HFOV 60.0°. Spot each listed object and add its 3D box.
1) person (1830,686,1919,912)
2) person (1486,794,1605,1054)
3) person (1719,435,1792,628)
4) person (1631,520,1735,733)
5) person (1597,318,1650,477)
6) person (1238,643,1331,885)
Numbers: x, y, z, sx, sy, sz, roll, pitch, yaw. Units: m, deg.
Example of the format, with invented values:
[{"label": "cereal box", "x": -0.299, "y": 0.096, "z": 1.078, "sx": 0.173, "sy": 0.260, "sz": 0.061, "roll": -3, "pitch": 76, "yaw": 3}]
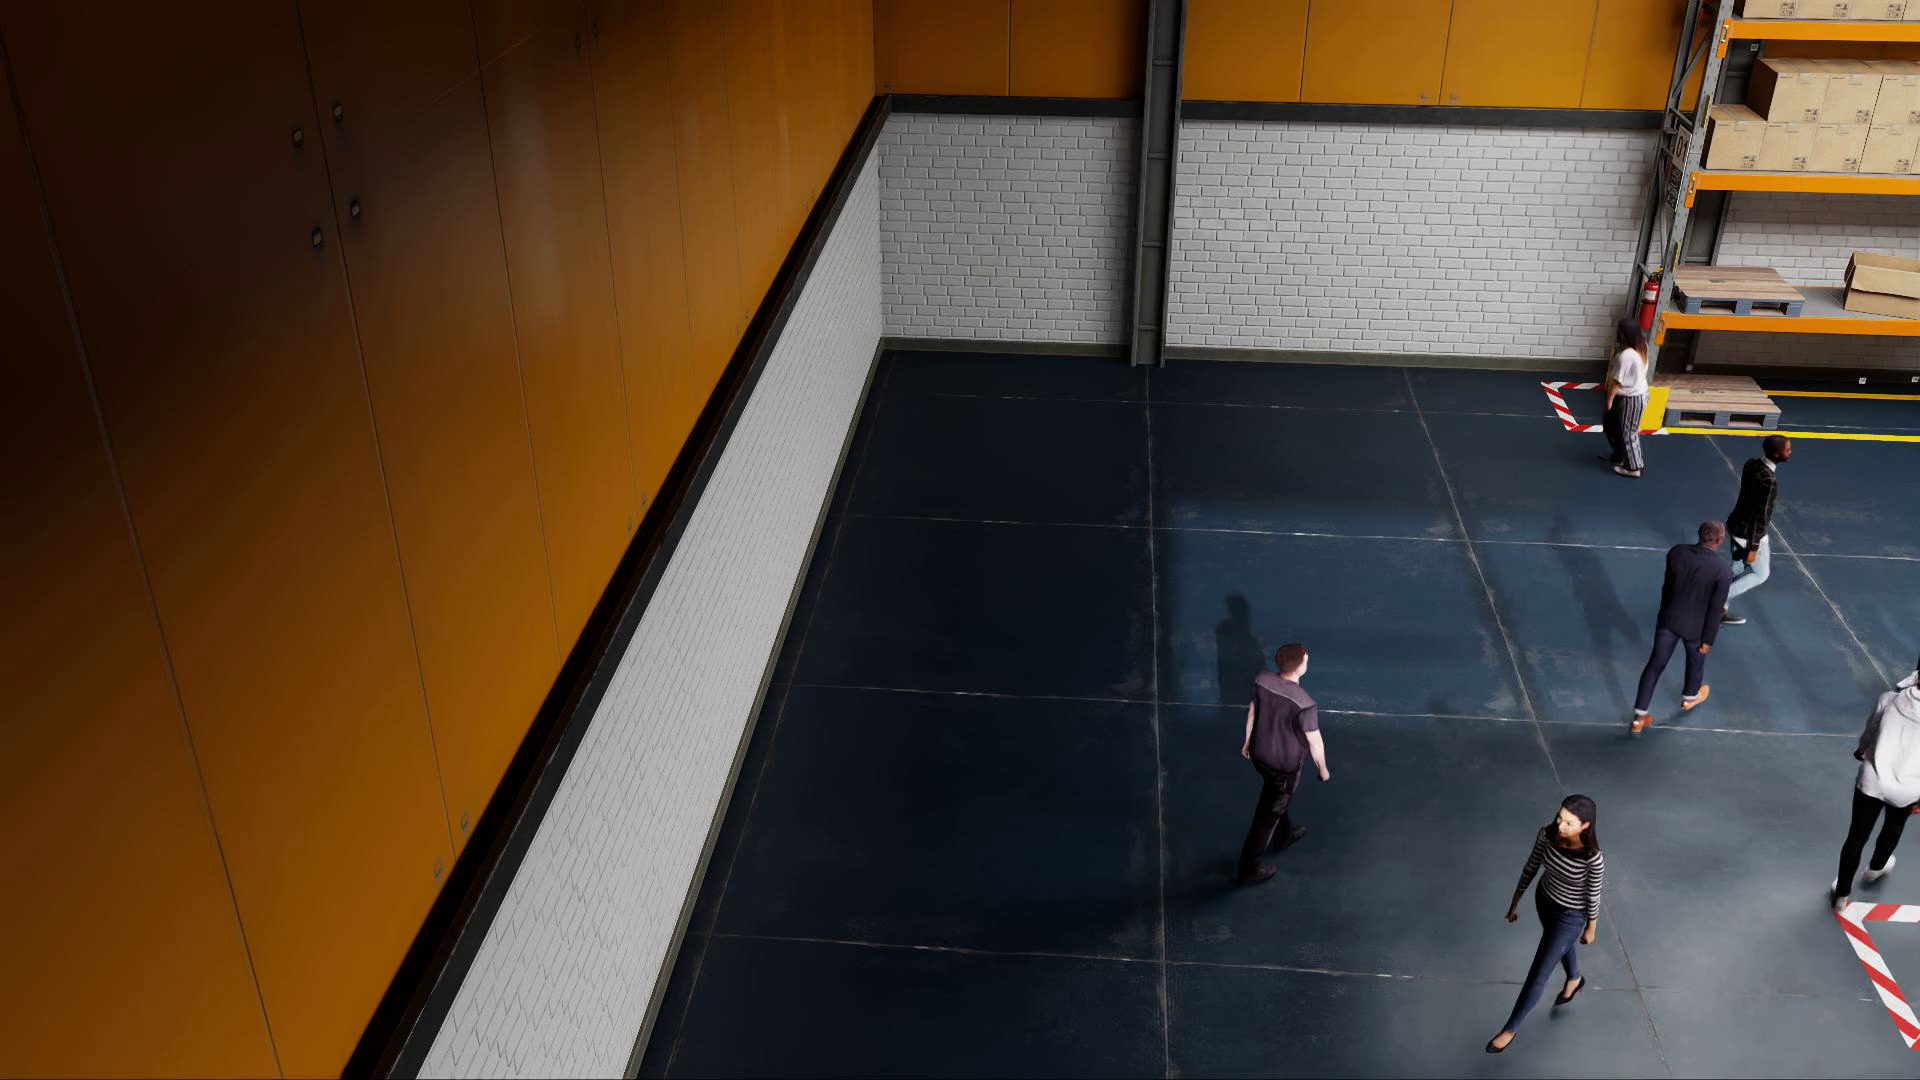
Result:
[{"label": "person", "x": 6.048, "y": 1.642, "z": 10.851, "sx": 1.050, "sy": 1.896, "sz": 1.066, "roll": 19, "pitch": 34, "yaw": 31}, {"label": "person", "x": 3.629, "y": 2.230, "z": 9.942, "sx": 1.202, "sy": 1.733, "sz": 1.065, "roll": -17, "pitch": 33, "yaw": -29}, {"label": "person", "x": 6.568, "y": -0.070, "z": 14.087, "sx": 0.726, "sy": 1.802, "sz": 0.716, "roll": 2, "pitch": 29, "yaw": 4}, {"label": "person", "x": 5.479, "y": 0.689, "z": 12.723, "sx": 1.241, "sy": 1.776, "sz": 1.179, "roll": -22, "pitch": 35, "yaw": -34}, {"label": "person", "x": 6.795, "y": -1.419, "z": 16.732, "sx": 0.917, "sy": 1.638, "sz": 0.860, "roll": 25, "pitch": 37, "yaw": 38}, {"label": "person", "x": 2.056, "y": 1.528, "z": 11.143, "sx": 1.097, "sy": 1.818, "sz": 0.987, "roll": -13, "pitch": 31, "yaw": -23}]
